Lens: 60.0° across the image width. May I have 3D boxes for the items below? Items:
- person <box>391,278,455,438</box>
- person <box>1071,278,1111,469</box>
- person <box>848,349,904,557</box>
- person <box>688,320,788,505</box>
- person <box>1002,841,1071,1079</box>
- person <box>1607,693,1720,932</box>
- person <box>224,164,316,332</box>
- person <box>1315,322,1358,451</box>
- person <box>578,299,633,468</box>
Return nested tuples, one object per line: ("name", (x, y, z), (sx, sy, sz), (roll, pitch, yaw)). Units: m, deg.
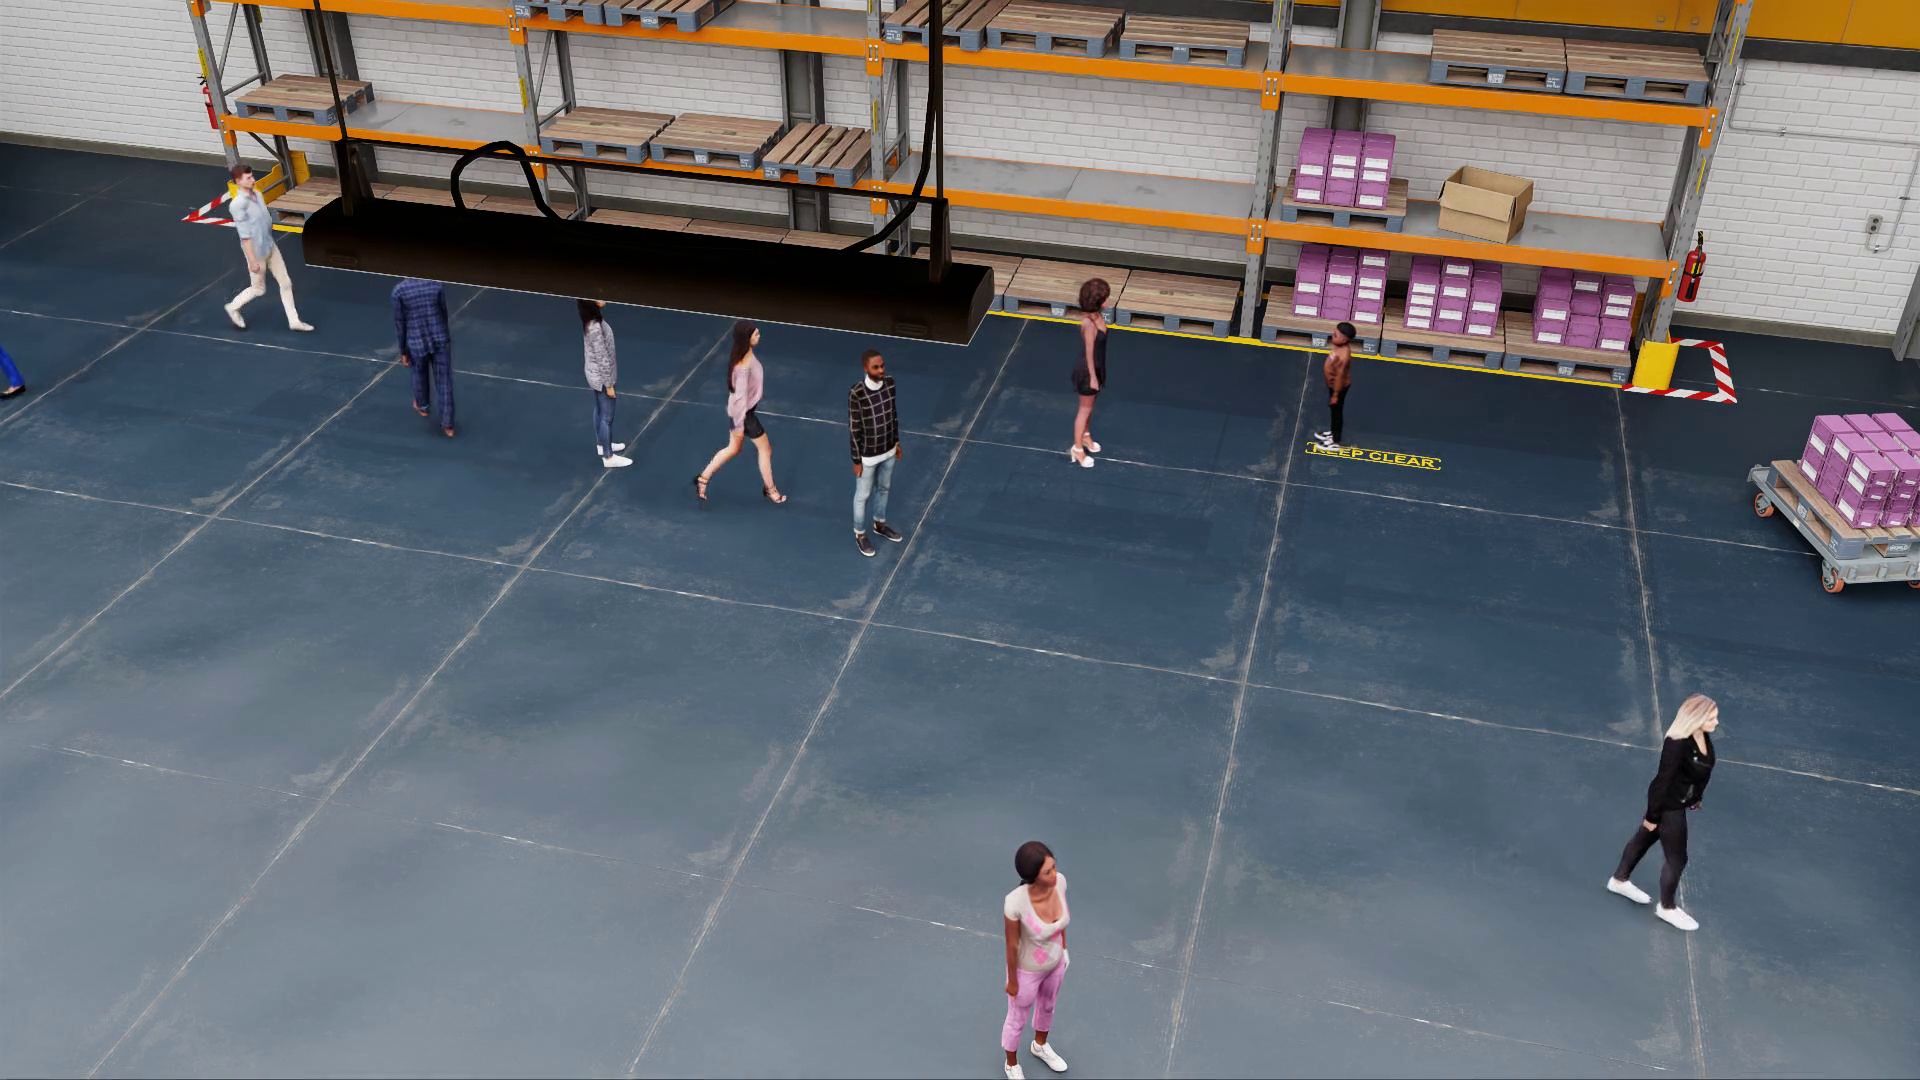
("person", (-4.861, -1.781, 15.316), (1.067, 1.777, 1.117), (-17, 37, -23))
("person", (1.154, -1.510, 14.898), (0.528, 1.787, 0.550), (8, 34, 12))
("person", (-0.718, -0.765, 13.747), (0.753, 1.820, 0.765), (-26, 41, -33))
("person", (-1.944, -1.028, 14.188), (1.180, 1.771, 0.920), (-4, 34, -5))
("person", (0.417, 2.334, 9.160), (0.660, 1.738, 0.693), (-23, 40, -31))
("person", (4.305, 1.600, 10.323), (0.939, 1.672, 0.821), (24, 41, 32))
("person", (-7.263, -2.961, 17.051), (1.124, 1.821, 0.696), (6, 34, 9))
("person", (3.472, -1.423, 15.249), (0.503, 1.253, 0.541), (4, 34, 6))
("person", (-3.220, -1.488, 14.915), (0.717, 1.732, 0.692), (-12, 36, -18))
